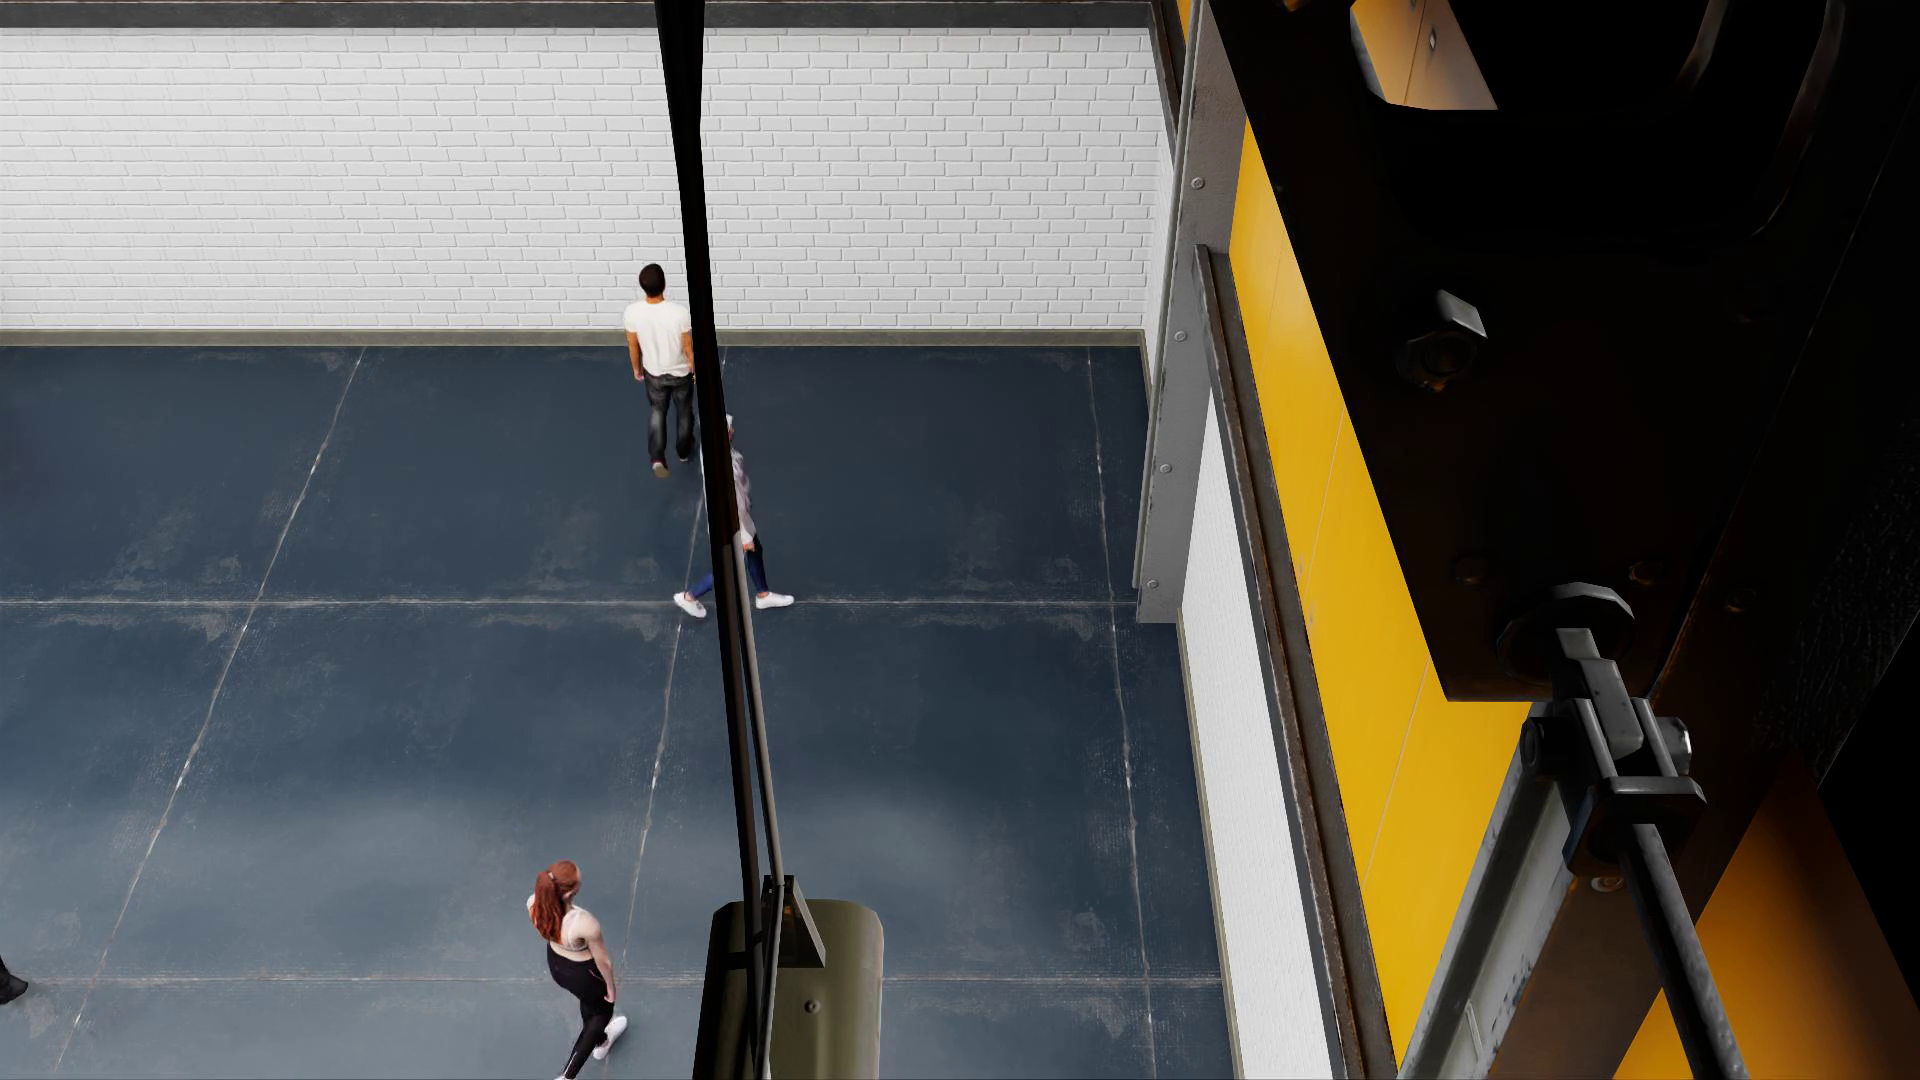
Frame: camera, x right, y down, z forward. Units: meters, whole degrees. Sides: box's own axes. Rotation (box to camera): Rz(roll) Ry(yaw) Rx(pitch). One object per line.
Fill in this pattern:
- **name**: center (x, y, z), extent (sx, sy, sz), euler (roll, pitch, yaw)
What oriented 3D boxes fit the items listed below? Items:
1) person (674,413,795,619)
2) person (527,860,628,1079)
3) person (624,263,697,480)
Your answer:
- **person**: center (-1.590, -0.101, 10.951), extent (0.726, 1.750, 0.980), euler (-4, 44, -4)
- **person**: center (-1.993, 2.272, 8.473), extent (0.828, 1.731, 0.987), euler (19, 47, 19)
- **person**: center (-2.142, -1.189, 12.064), extent (0.643, 1.789, 0.904), euler (1, 44, 2)
